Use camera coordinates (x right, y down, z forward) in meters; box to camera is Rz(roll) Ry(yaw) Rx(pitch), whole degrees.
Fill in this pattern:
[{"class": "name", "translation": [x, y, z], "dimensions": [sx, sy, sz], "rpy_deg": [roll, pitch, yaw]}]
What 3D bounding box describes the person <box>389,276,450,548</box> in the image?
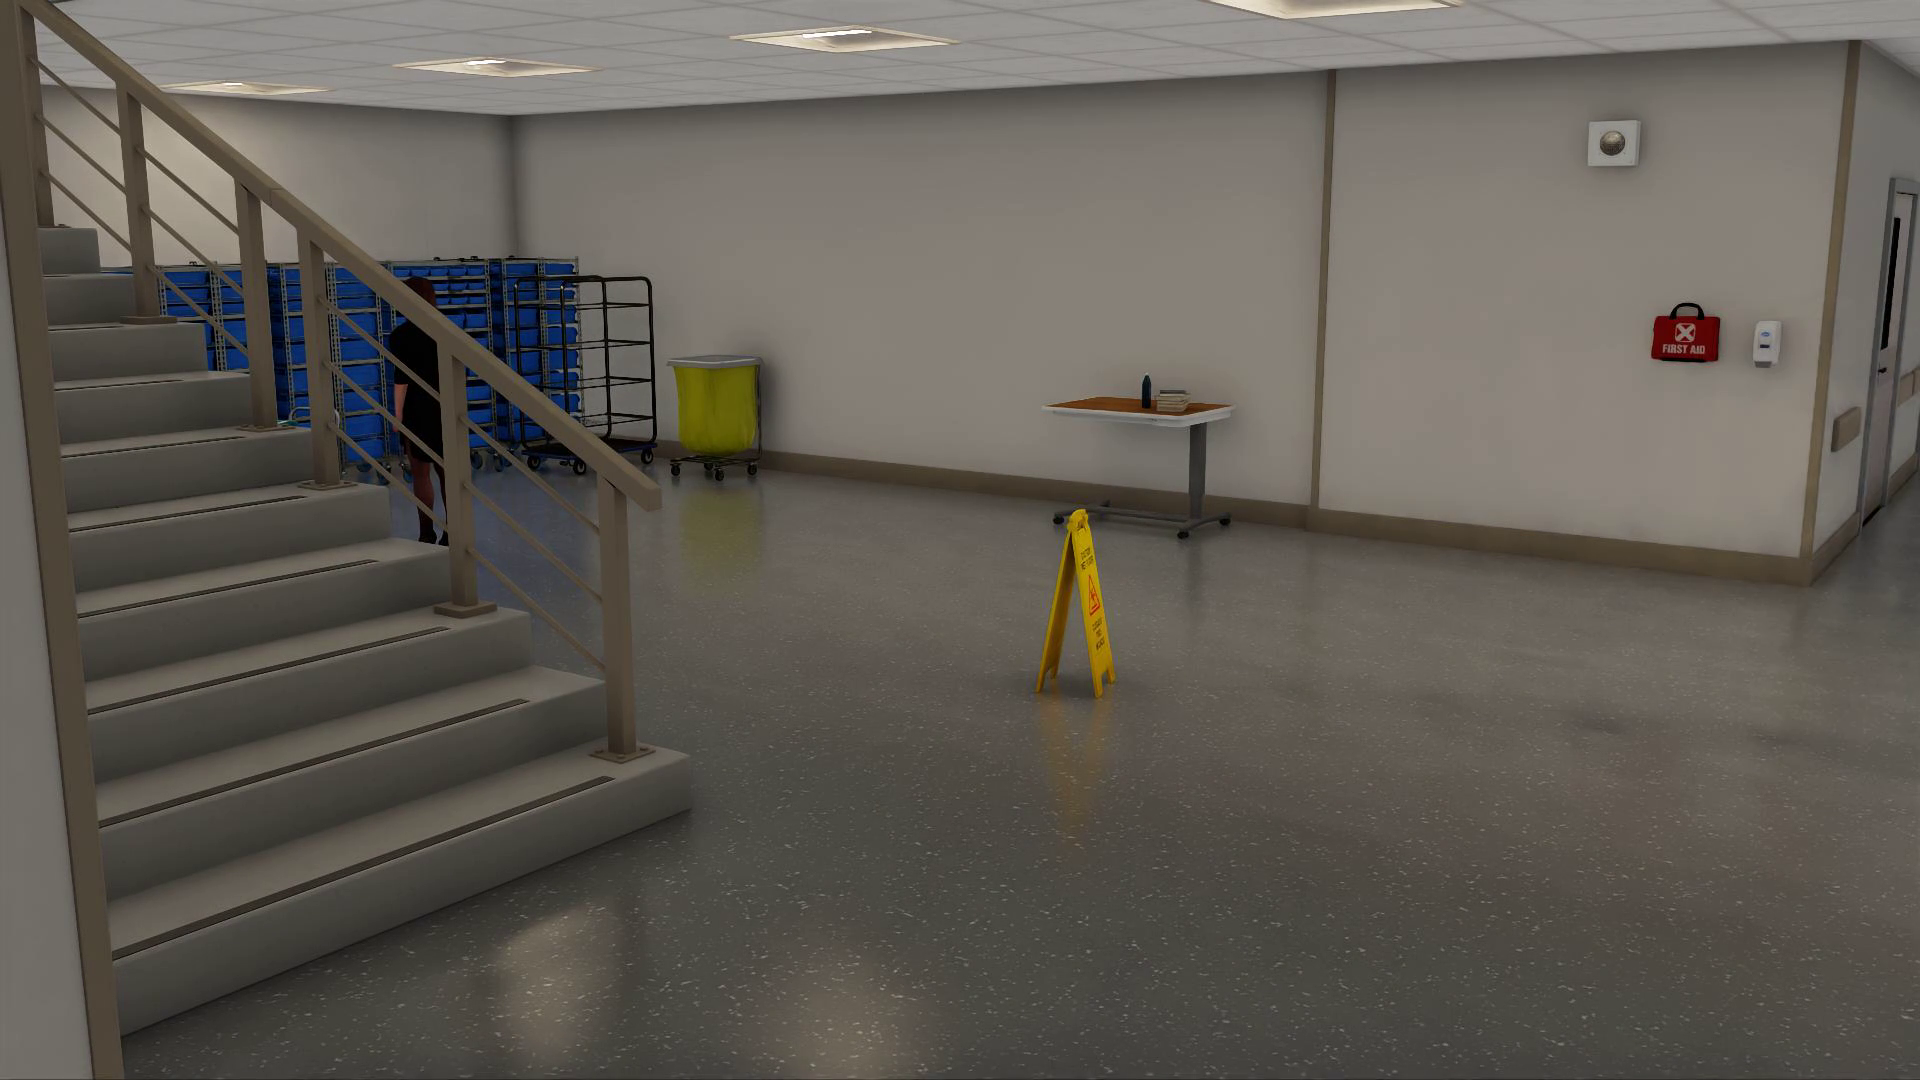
[{"class": "person", "translation": [-3.308, -0.775, 10.309], "dimensions": [0.488, 1.706, 0.589], "rpy_deg": [7, 13, 33]}]
